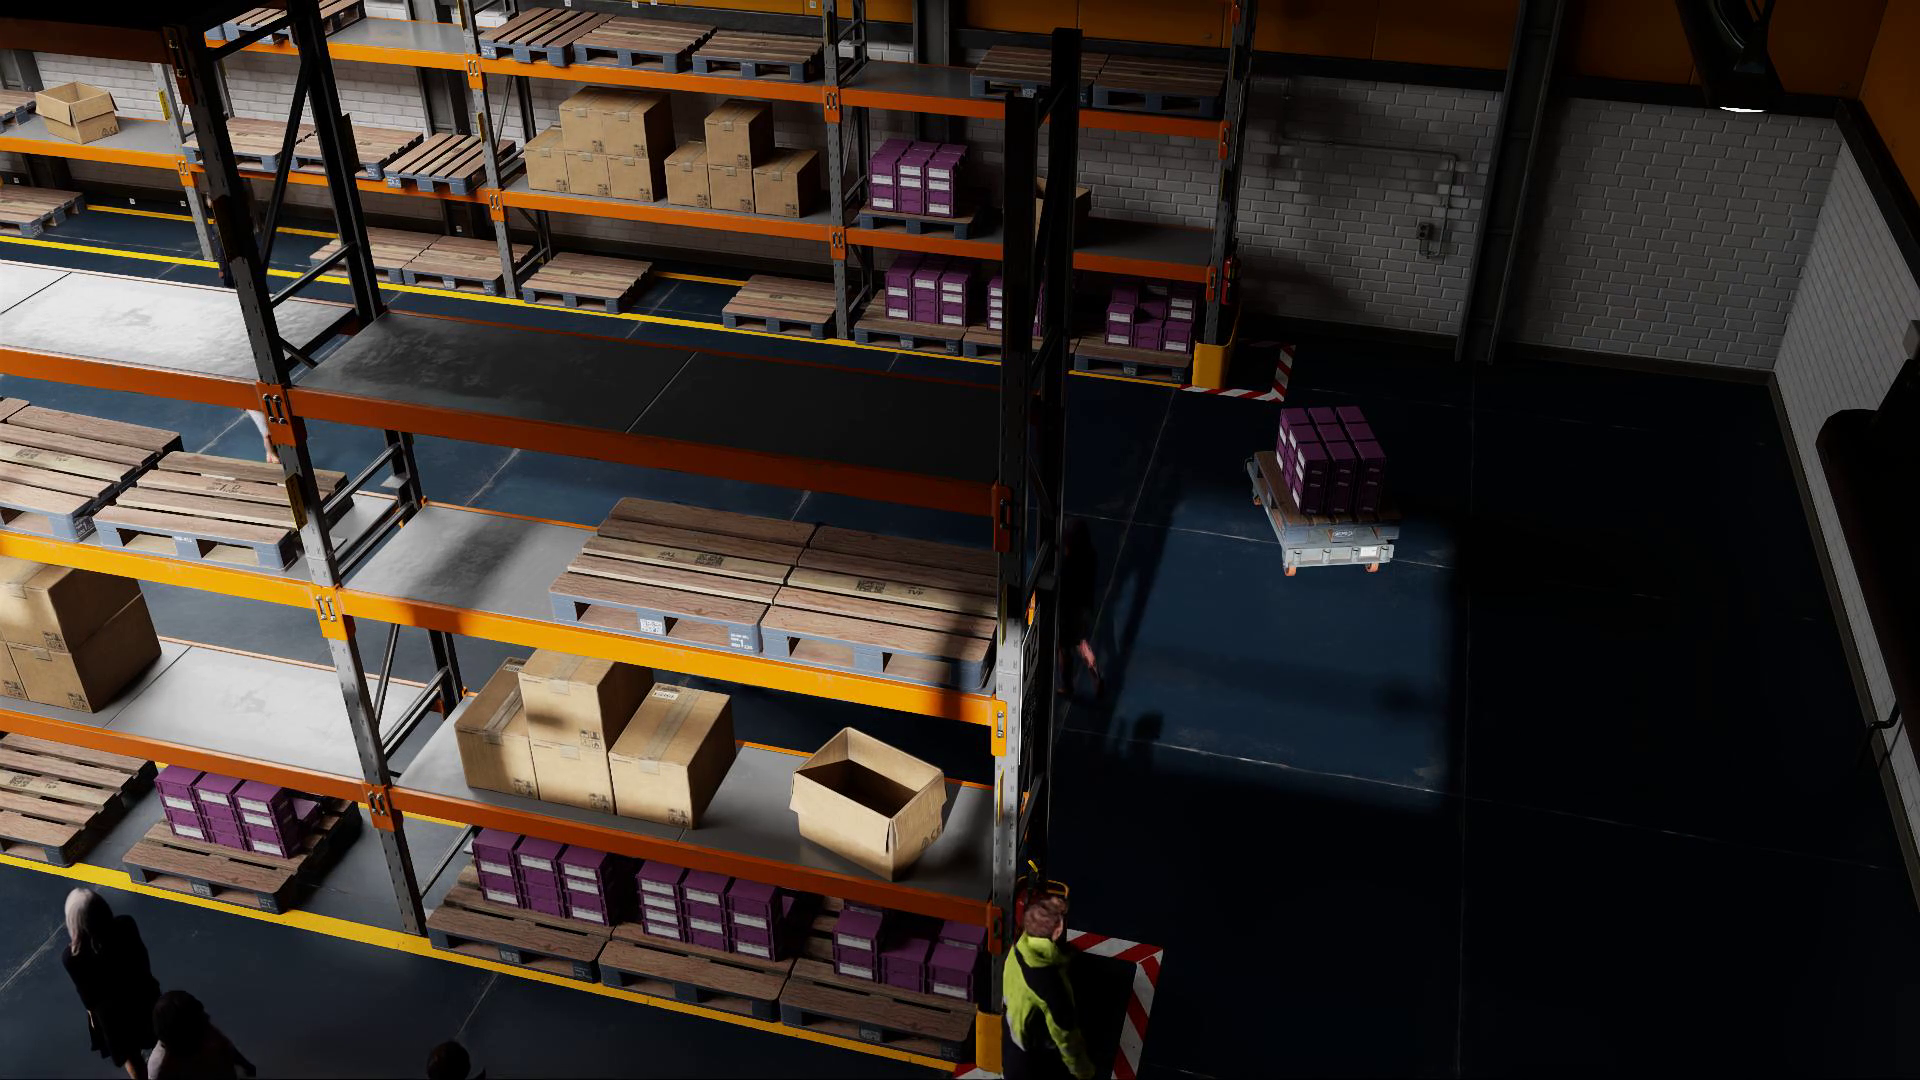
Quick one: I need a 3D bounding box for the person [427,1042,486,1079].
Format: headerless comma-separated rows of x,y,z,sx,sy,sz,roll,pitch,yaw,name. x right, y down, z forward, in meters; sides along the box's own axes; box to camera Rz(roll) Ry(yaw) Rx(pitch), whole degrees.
-2.534,3.216,8.583,0.606,1.661,0.663,25,41,32,person

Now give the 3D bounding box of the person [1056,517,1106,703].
0.907,0.587,12.508,0.808,1.692,0.898,-26,42,-34,person

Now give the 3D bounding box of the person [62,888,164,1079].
-4.734,2.611,9.414,0.685,1.747,0.678,23,40,31,person

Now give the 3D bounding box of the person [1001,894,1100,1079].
0.319,2.777,9.012,1.408,1.916,1.135,-5,34,-8,person

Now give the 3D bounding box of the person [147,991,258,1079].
-4.185,2.999,8.982,0.936,1.580,0.766,-1,34,-1,person

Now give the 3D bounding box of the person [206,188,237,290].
-7.675,-2.963,17.831,0.745,1.713,0.738,-6,34,-9,person
